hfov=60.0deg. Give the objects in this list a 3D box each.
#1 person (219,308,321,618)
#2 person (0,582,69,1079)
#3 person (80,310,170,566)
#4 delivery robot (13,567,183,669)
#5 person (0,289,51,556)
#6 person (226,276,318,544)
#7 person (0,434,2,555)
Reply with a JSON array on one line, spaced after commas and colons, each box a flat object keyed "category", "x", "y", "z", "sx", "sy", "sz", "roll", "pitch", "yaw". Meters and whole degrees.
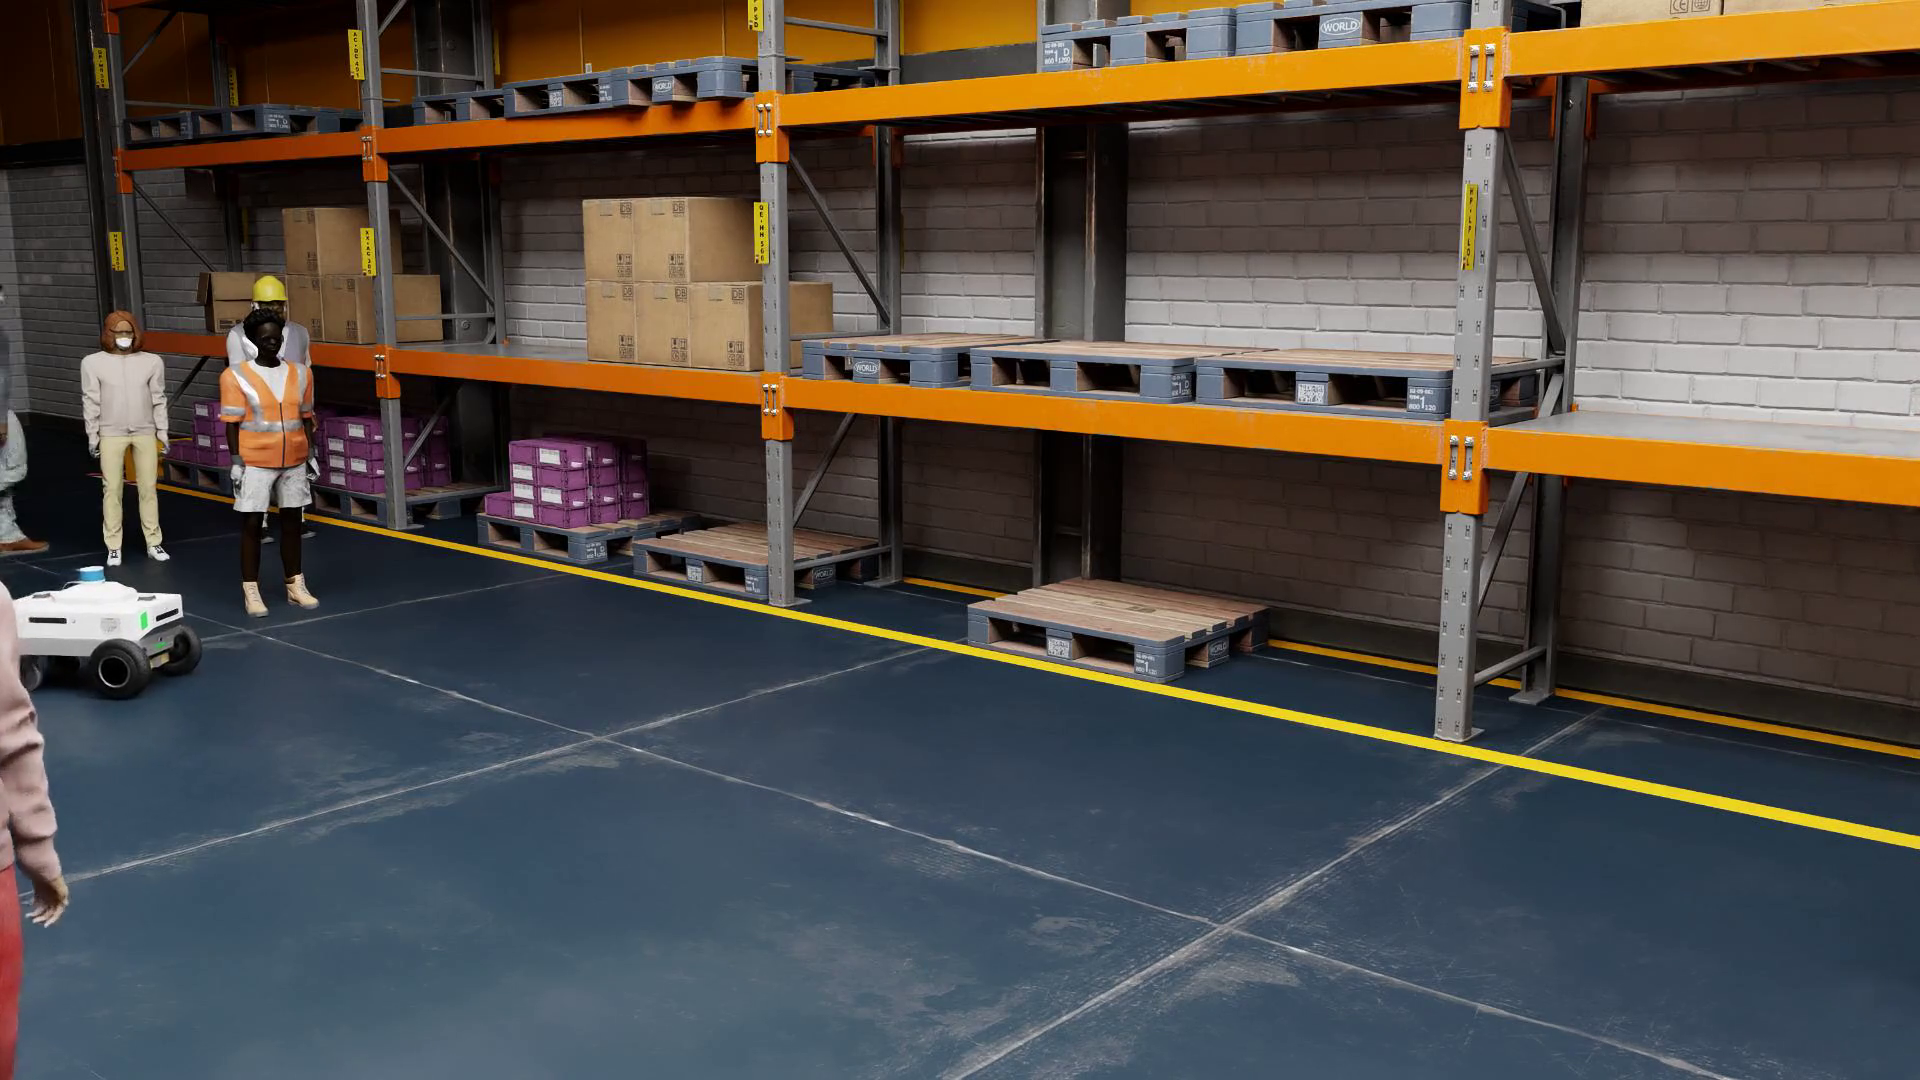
[{"category": "person", "x": -3.808, "y": -0.433, "z": 9.220, "sx": 0.322, "sy": 1.696, "sz": 0.536, "roll": 9, "pitch": 13, "yaw": 41}, {"category": "person", "x": -1.852, "y": 0.635, "z": 2.968, "sx": 0.329, "sy": 1.767, "sz": 0.525, "roll": 3, "pitch": 10, "yaw": 18}, {"category": "person", "x": -5.340, "y": -0.656, "z": 10.679, "sx": 0.499, "sy": 1.632, "sz": 0.282, "roll": -8, "pitch": 12, "yaw": -37}, {"category": "delivery robot", "x": -3.979, "y": 0.366, "z": 7.658, "sx": 0.707, "sy": 0.478, "sz": 0.477, "roll": 1, "pitch": 10, "yaw": 6}, {"category": "person", "x": -6.350, "y": -0.818, "z": 10.766, "sx": 0.635, "sy": 1.921, "sz": 0.630, "roll": 9, "pitch": 14, "yaw": 43}, {"category": "person", "x": -4.725, "y": -0.901, "z": 11.497, "sx": 0.404, "sy": 1.834, "sz": 0.591, "roll": 9, "pitch": 13, "yaw": 41}, {"category": "person", "x": -6.398, "y": -0.825, "z": 10.572, "sx": 0.637, "sy": 1.997, "sz": 0.993, "roll": -3, "pitch": 10, "yaw": -14}]
